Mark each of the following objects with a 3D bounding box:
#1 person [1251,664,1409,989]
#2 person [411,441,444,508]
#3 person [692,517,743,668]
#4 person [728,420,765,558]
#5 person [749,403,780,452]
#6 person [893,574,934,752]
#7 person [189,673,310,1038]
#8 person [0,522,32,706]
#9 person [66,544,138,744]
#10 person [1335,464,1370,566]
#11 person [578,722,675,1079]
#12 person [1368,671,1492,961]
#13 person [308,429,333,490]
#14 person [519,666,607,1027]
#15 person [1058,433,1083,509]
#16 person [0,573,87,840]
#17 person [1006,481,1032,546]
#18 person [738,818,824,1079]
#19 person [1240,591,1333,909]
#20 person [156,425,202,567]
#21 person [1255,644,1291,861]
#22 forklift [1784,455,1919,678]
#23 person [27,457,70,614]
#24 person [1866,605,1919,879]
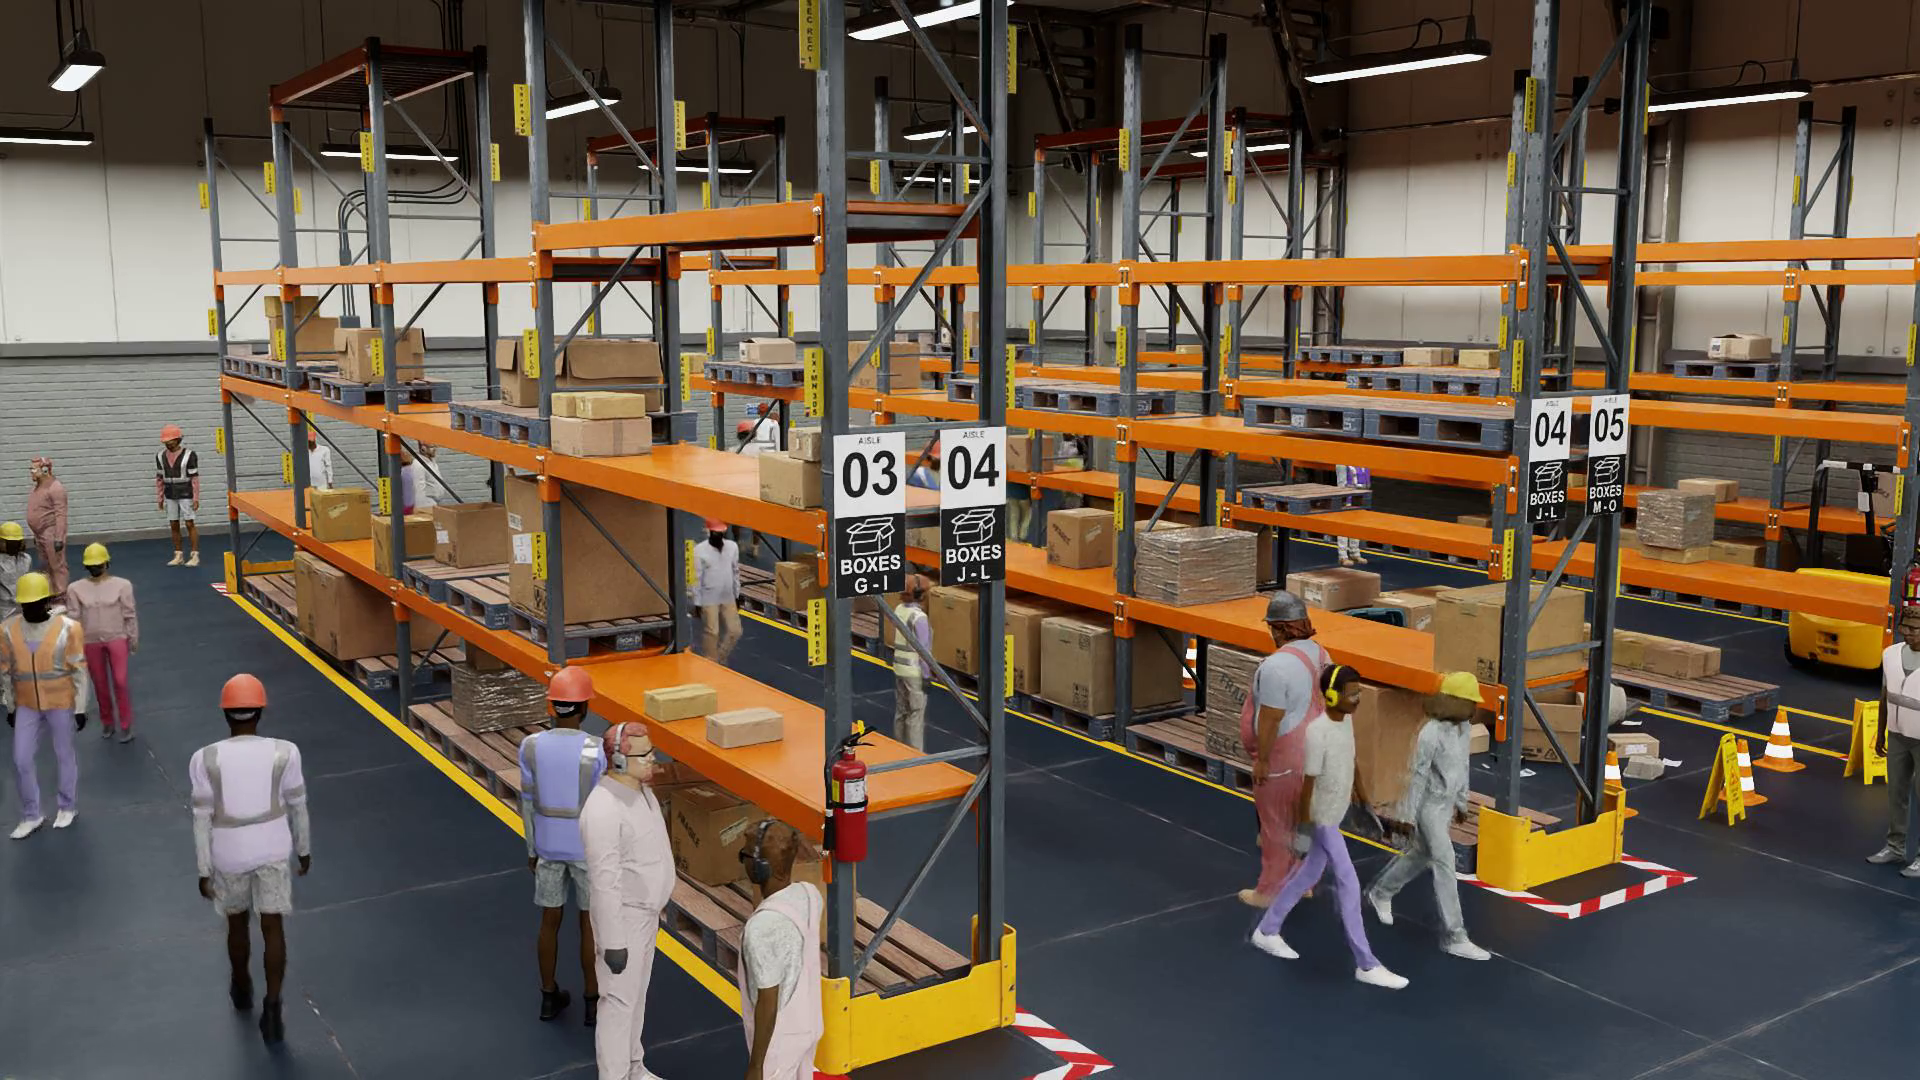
[{"bbox_3d":[2.111,1.591,9.528,0.957,1.829,0.502,5,10,28],"label":"person"},{"bbox_3d":[-7.331,-0.479,22.994,0.407,1.906,0.655,-1,9,-5],"label":"person"},{"bbox_3d":[-2.404,0.573,16.548,0.585,1.733,0.382,-7,11,-39],"label":"person"},{"bbox_3d":[-3.193,-0.752,24.451,0.629,2.011,0.843,-5,10,-32],"label":"person"},{"bbox_3d":[-3.547,-1.553,30.227,0.576,1.883,0.355,0,9,2],"label":"person"},{"bbox_3d":[-0.381,1.087,13.460,0.310,1.636,0.523,-4,10,-27],"label":"person"},{"bbox_3d":[-3.771,1.647,8.866,0.568,1.901,0.820,-4,9,-25],"label":"person"},{"bbox_3d":[-8.949,0.691,15.760,0.323,1.738,0.488,3,9,17],"label":"person"},{"bbox_3d":[-7.415,0.903,14.363,0.540,1.742,0.762,-2,9,-16],"label":"person"},{"bbox_3d":[5.633,-0.559,23.743,0.621,1.845,0.429,-7,11,-38],"label":"person"},{"bbox_3d":[-1.545,1.792,7.868,0.406,1.911,0.639,1,9,4],"label":"person"},{"bbox_3d":[2.796,1.586,9.959,0.524,1.694,0.876,-8,12,-44],"label":"person"},{"bbox_3d":[-10.337,-0.937,26.603,0.575,1.739,0.349,-3,9,-19],"label":"person"},{"bbox_3d":[-2.063,1.628,8.905,0.546,1.928,0.384,2,9,13],"label":"person"},{"bbox_3d":[1.799,-1.042,27.041,0.404,1.824,0.591,-5,10,-31],"label":"person"},{"bbox_3d":[-6.586,1.186,11.921,0.605,1.900,0.735,-1,9,-8],"label":"person"},{"bbox_3d":[0.904,-0.714,25.106,0.578,1.733,0.378,5,10,28],"label":"person"},{"bbox_3d":[-0.717,2.007,6.649,0.326,1.843,0.516,3,9,20],"label":"person"},{"bbox_3d":[2.056,1.313,10.619,0.535,2.000,0.685,8,11,42],"label":"person"},{"bbox_3d":[-11.065,-0.616,23.512,0.613,2.031,0.409,1,9,6],"label":"person"},{"bbox_3d":[2.217,1.364,11.452,0.319,1.690,0.540,-3,9,-20],"label":"person"},{"bbox_3d":[9.643,0.253,17.172,2.313,2.155,1.214,-6,10,-33],"label":"forklift"},{"bbox_3d":[-11.073,-0.055,20.168,0.638,1.911,0.402,7,11,39],"label":"person"},{"bbox_3d":[6.423,1.337,11.157,0.386,1.834,0.561,-3,9,-22],"label":"person"}]
